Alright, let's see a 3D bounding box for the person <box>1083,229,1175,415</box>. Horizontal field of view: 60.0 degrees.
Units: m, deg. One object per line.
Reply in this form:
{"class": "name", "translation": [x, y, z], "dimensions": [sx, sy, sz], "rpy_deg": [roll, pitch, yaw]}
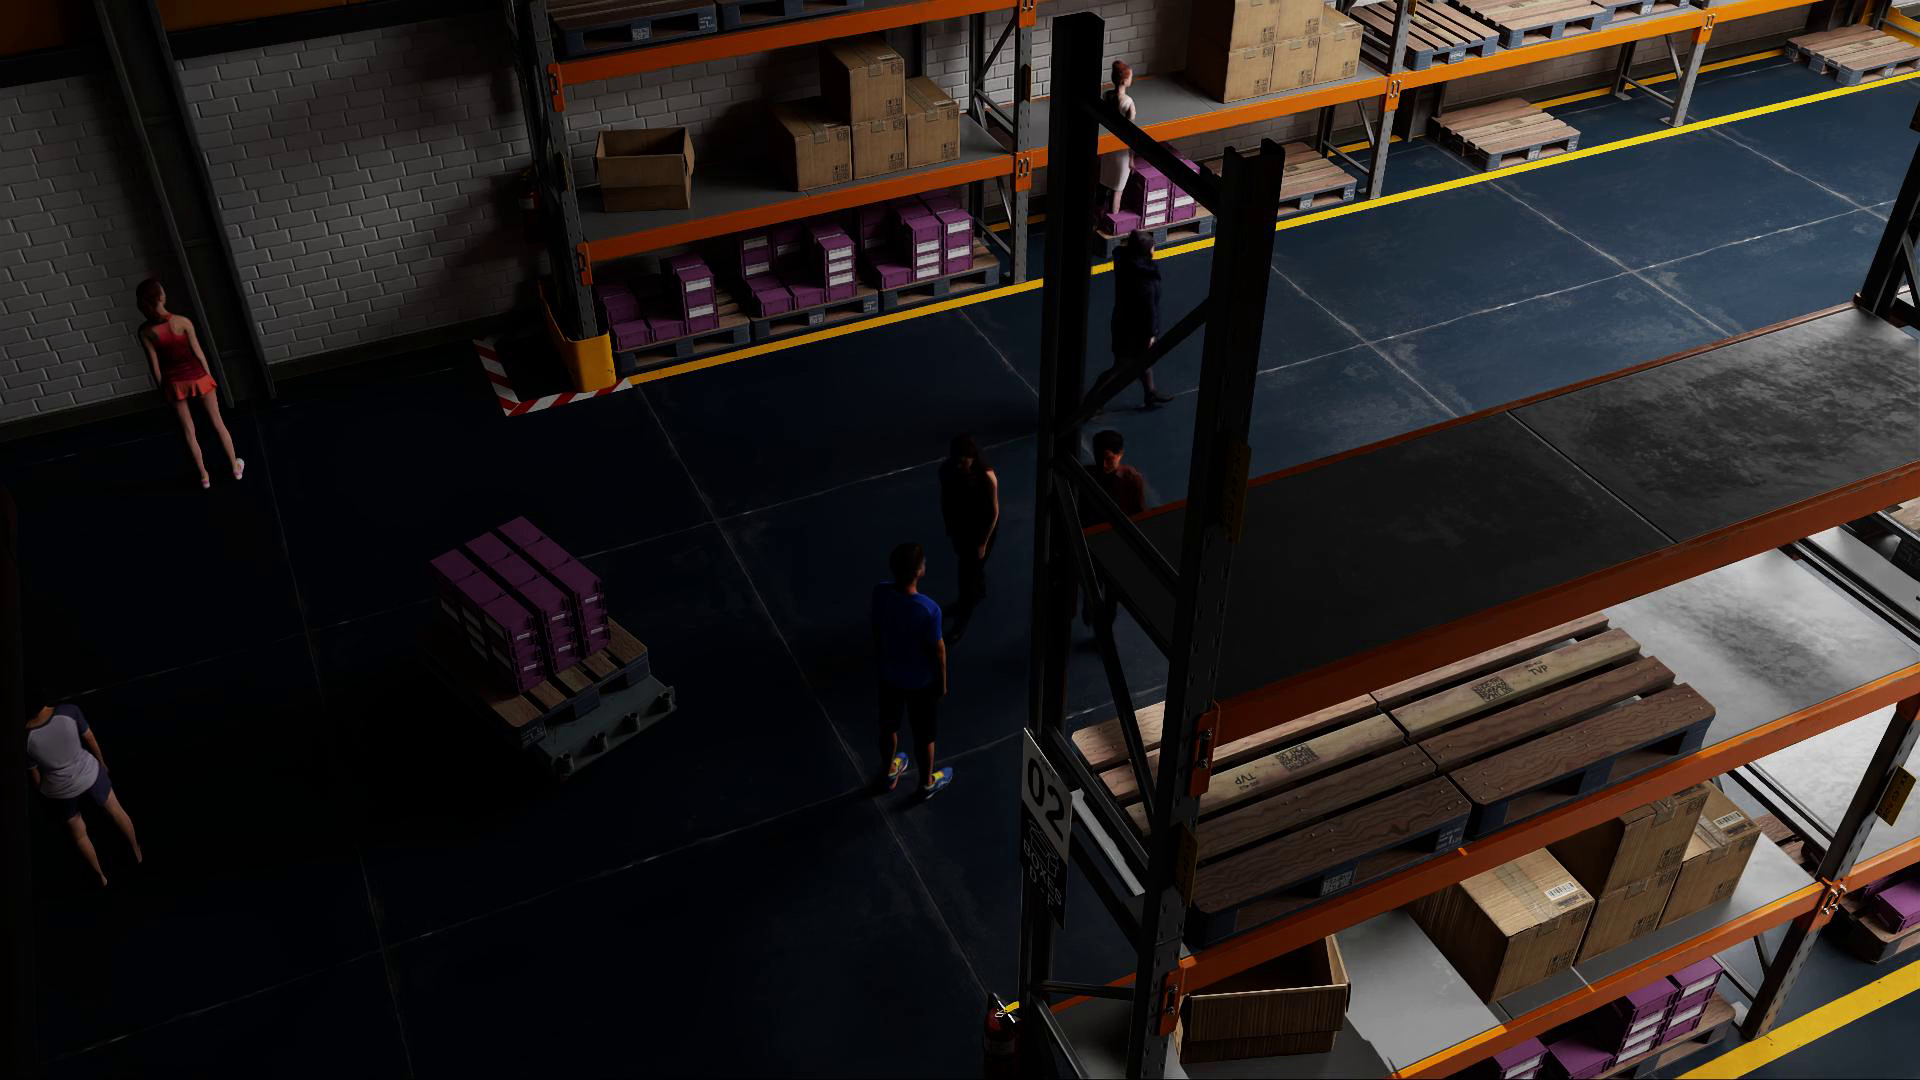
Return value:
{"class": "person", "translation": [1.309, -1.670, 13.225], "dimensions": [1.137, 1.639, 0.792], "rpy_deg": [-9, 40, -11]}

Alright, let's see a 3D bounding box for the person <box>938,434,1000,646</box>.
{"class": "person", "translation": [0.124, -0.088, 11.241], "dimensions": [0.869, 1.642, 0.989], "rpy_deg": [25, 45, 28]}

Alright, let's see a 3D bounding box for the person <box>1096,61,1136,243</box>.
{"class": "person", "translation": [1.445, -3.613, 15.532], "dimensions": [0.555, 1.796, 0.598], "rpy_deg": [-25, 45, -28]}

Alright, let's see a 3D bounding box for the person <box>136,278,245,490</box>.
{"class": "person", "translation": [-5.832, -1.173, 12.513], "dimensions": [0.457, 1.750, 0.618], "rpy_deg": [-16, 41, -19]}

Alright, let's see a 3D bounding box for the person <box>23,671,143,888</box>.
{"class": "person", "translation": [-5.089, 1.355, 9.496], "dimensions": [0.700, 1.565, 0.580], "rpy_deg": [29, 47, 32]}

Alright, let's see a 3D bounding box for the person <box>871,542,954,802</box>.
{"class": "person", "translation": [-0.319, 0.800, 9.951], "dimensions": [0.702, 1.865, 0.740], "rpy_deg": [17, 42, 21]}

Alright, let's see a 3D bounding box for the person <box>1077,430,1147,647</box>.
{"class": "person", "translation": [0.977, -0.053, 11.099], "dimensions": [0.775, 1.765, 0.867], "rpy_deg": [-2, 39, -2]}
